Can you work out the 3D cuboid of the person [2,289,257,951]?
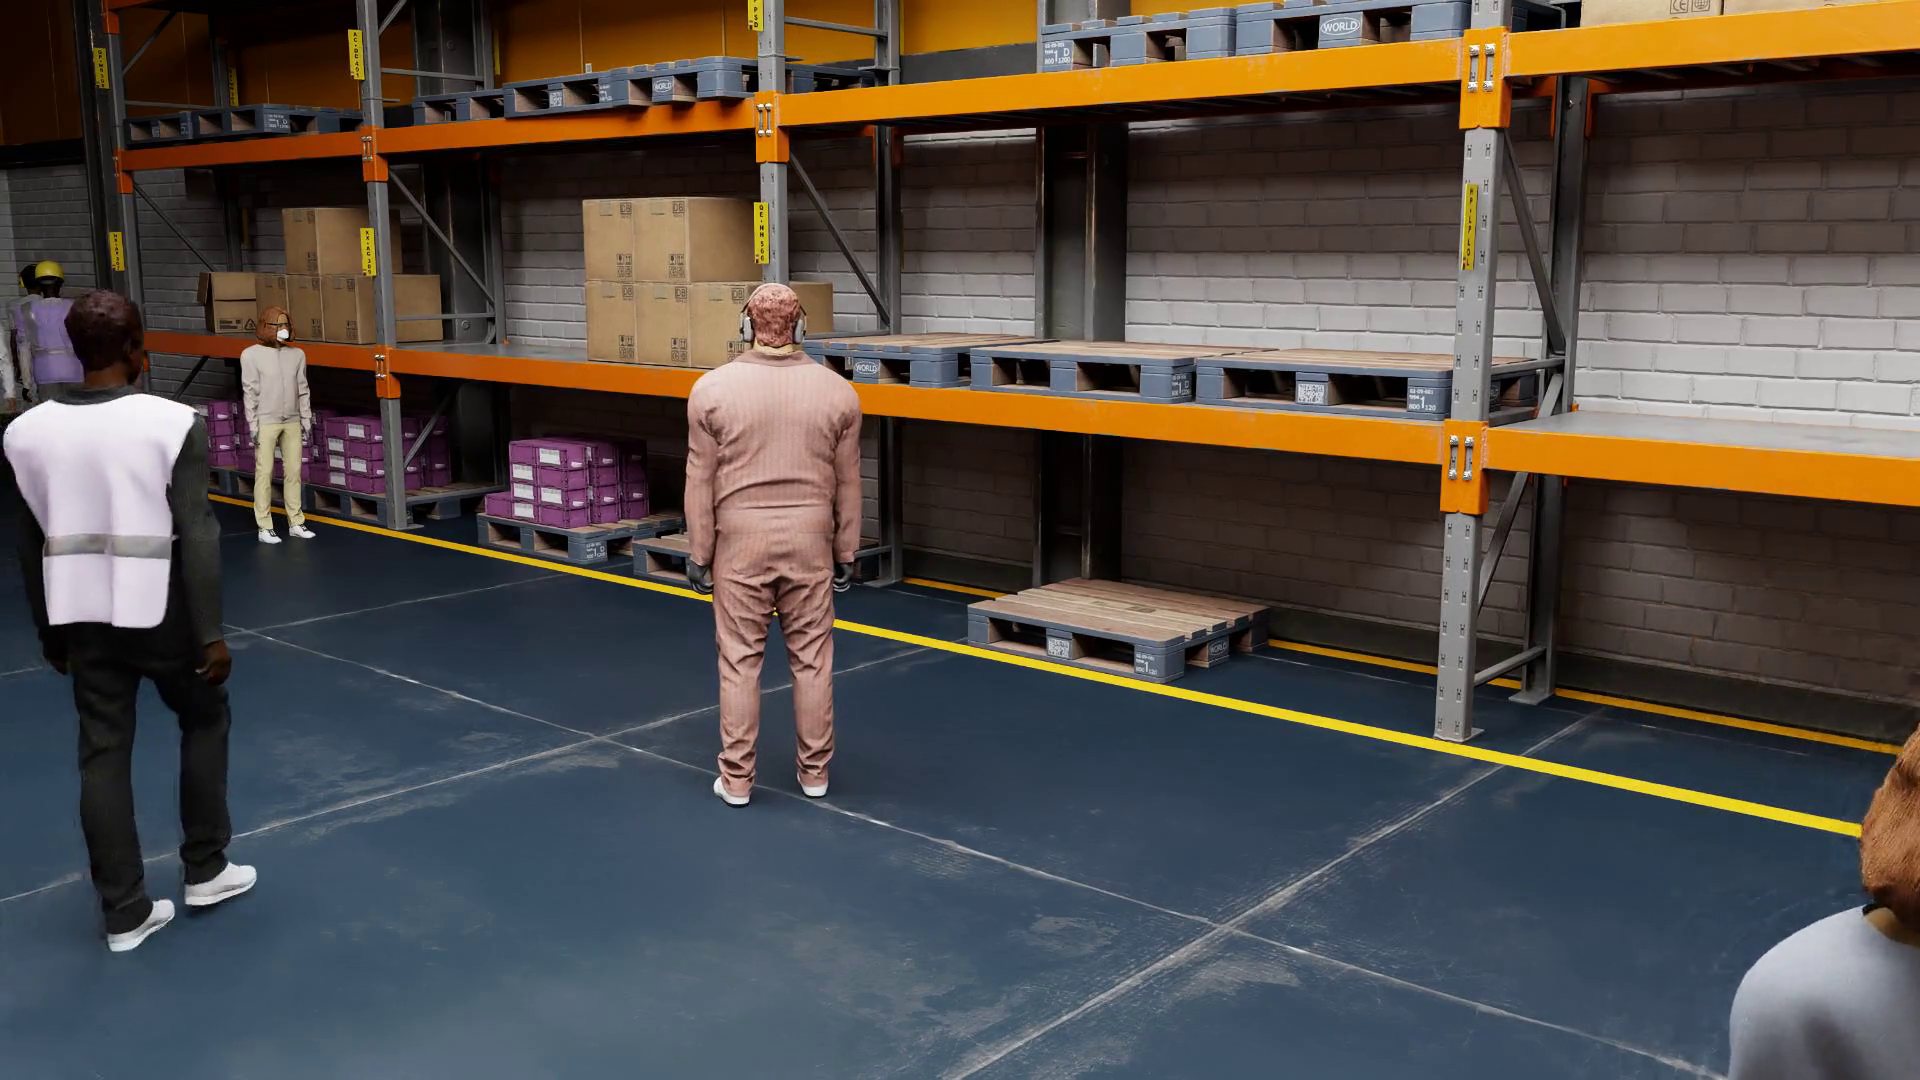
[{"bbox_3d":[-2.422,0.215,4.946,0.636,1.896,0.704,0,10,1],"label":"person"}]

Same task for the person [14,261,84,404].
[{"bbox_3d":[-7.469,-1.346,13.794,0.585,1.917,0.380,-6,12,-30],"label":"person"}]

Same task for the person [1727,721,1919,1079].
[{"bbox_3d":[1.038,0.917,1.847,0.522,1.588,0.866,-1,10,-4],"label":"person"}]

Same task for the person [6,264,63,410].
[{"bbox_3d":[-8.676,-1.661,15.723,0.508,1.872,0.329,-4,11,-20],"label":"person"}]

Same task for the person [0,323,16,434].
[{"bbox_3d":[-7.805,-1.154,13.076,0.671,1.798,0.617,9,14,43],"label":"person"}]

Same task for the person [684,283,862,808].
[{"bbox_3d":[-0.679,0.023,6.072,0.647,1.901,0.402,-3,10,-16],"label":"person"}]

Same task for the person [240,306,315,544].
[{"bbox_3d":[-4.705,-0.794,11.486,0.277,1.629,0.497,7,12,35],"label":"person"}]
